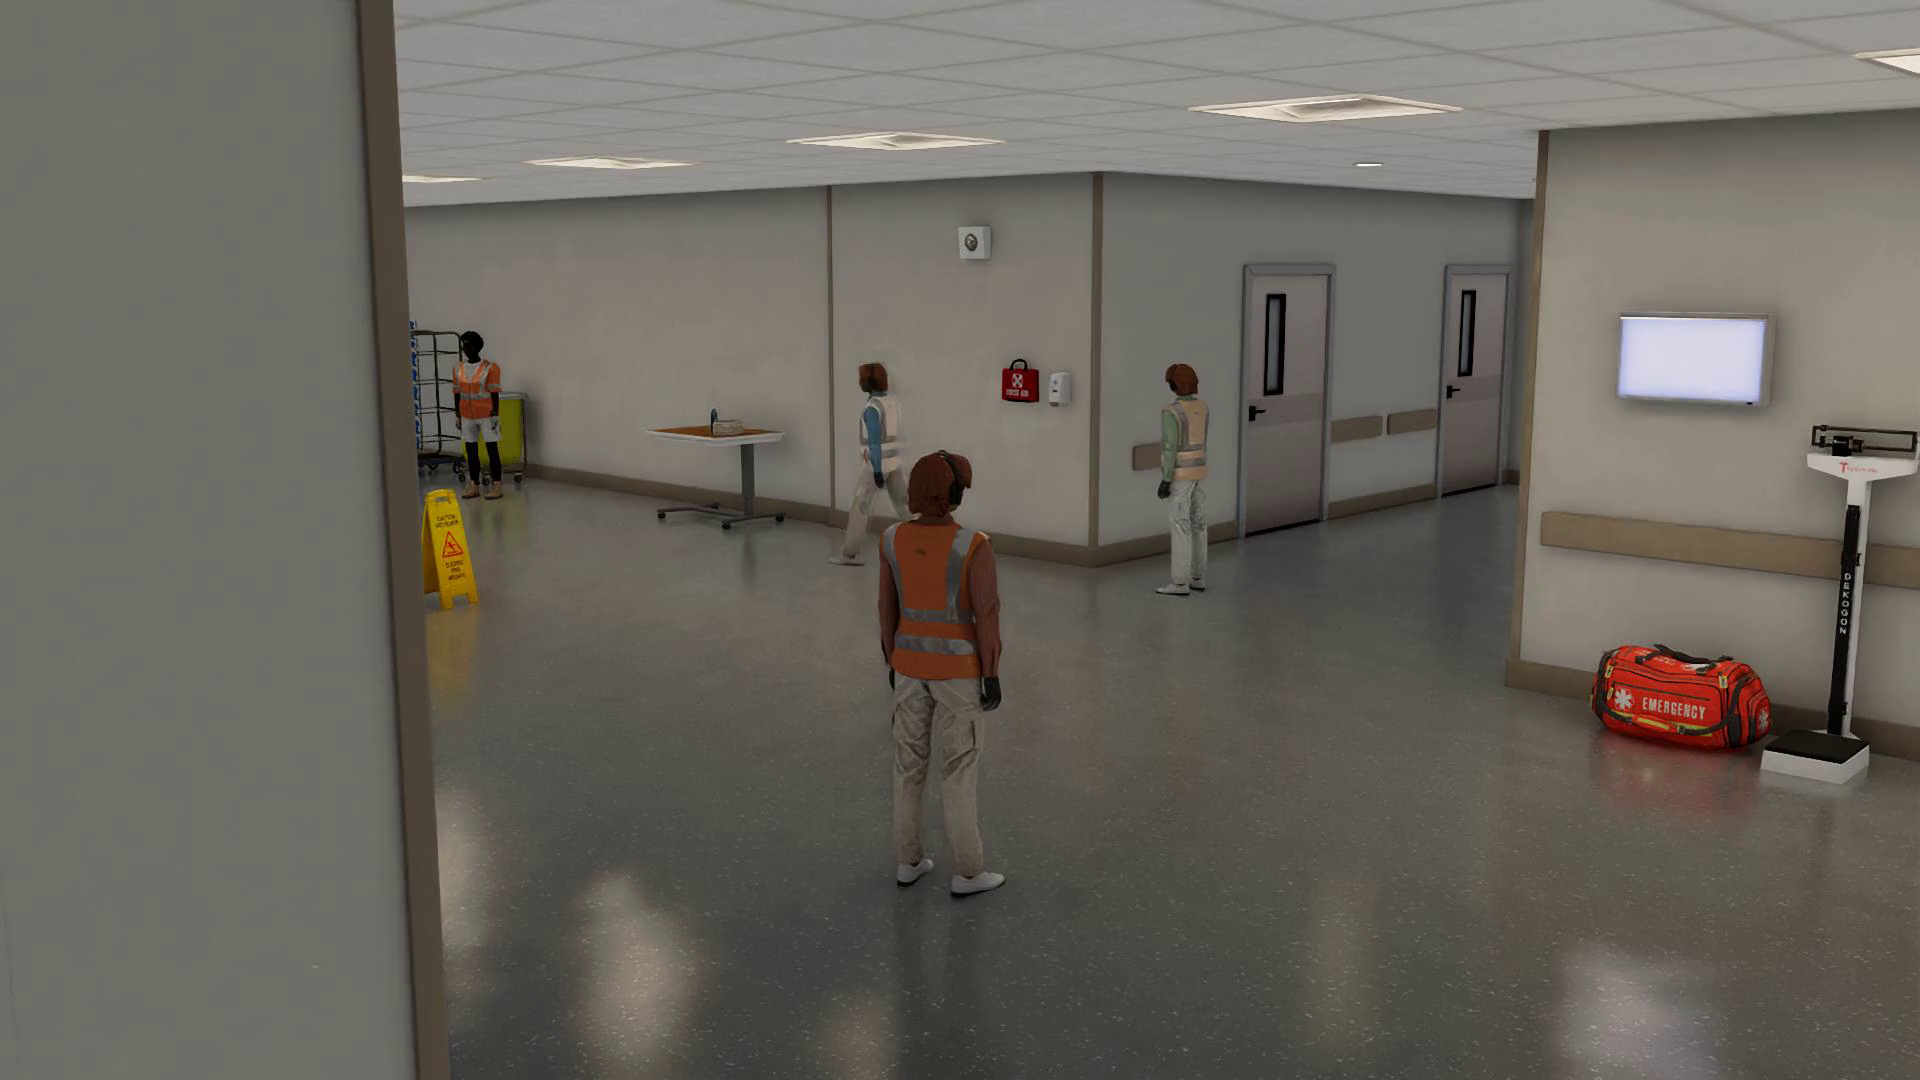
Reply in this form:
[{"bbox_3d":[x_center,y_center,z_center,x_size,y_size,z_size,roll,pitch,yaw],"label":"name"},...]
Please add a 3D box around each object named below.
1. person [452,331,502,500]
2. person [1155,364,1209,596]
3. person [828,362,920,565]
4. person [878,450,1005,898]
[{"bbox_3d":[-4.815,-1.242,16.603,0.530,1.688,0.324,2,10,13],"label":"person"},{"bbox_3d":[1.579,-0.423,11.744,0.315,1.636,0.514,8,12,40],"label":"person"},{"bbox_3d":[-0.569,-0.570,12.768,0.873,1.593,0.515,3,10,20],"label":"person"},{"bbox_3d":[-0.073,0.492,6.117,0.512,1.642,0.311,6,11,33],"label":"person"}]
